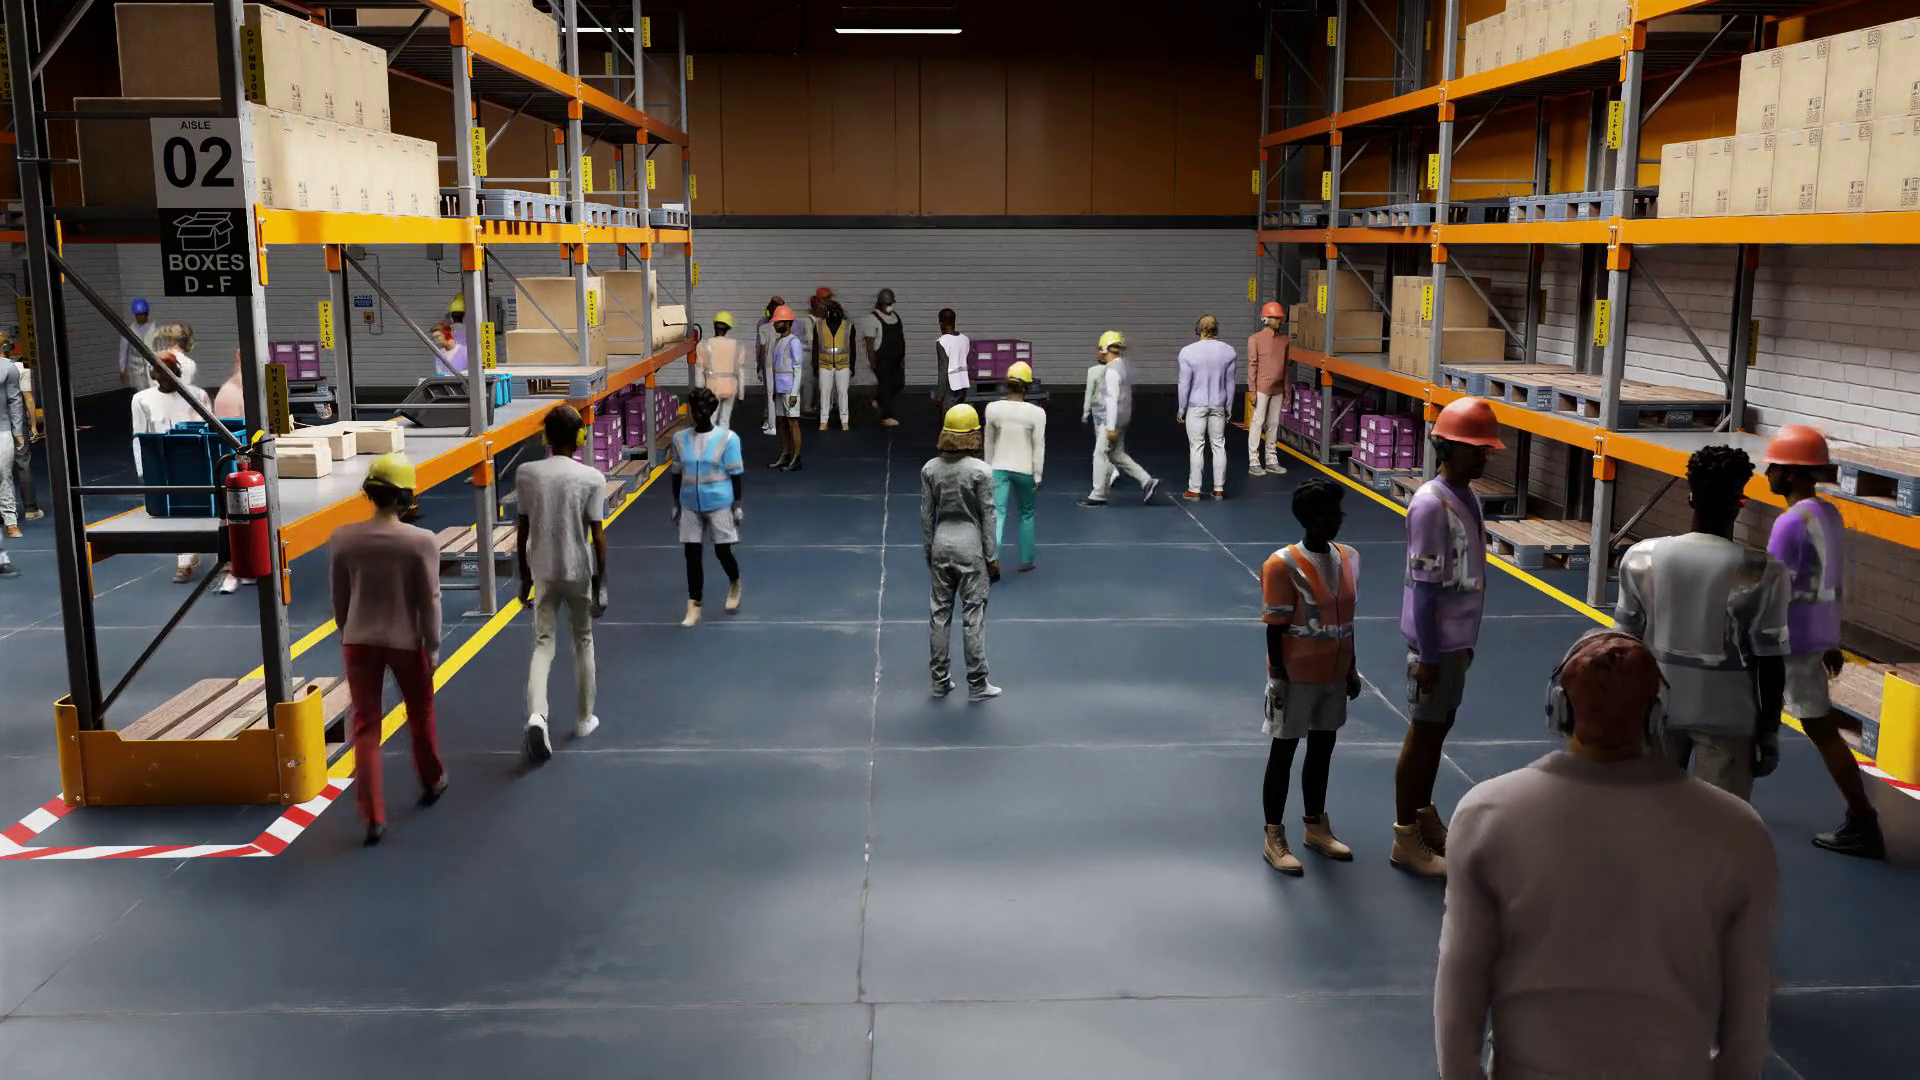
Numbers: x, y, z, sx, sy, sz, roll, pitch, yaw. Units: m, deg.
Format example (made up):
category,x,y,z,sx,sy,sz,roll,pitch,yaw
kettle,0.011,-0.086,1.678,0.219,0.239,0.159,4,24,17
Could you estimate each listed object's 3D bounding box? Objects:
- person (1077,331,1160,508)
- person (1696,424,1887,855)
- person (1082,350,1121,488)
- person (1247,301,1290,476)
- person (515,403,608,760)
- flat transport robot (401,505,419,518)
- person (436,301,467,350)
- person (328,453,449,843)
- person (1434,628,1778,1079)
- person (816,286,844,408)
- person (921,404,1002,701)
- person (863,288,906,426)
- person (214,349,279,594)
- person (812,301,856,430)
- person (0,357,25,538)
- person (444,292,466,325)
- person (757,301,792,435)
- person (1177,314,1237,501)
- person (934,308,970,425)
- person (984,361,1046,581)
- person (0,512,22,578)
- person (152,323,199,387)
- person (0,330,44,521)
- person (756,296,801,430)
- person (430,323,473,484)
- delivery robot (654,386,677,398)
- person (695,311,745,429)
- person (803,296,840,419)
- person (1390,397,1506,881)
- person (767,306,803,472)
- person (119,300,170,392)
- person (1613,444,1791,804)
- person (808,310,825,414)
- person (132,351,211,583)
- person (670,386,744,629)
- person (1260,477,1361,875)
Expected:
category,x,y,z,sx,sy,sz,roll,pitch,yaw
person,1.615,-1.211,16.802,0.761,1.796,0.608,2,10,13
person,3.715,0.425,7.443,1.041,1.880,0.558,9,13,41
person,1.644,-1.389,18.300,0.500,1.604,0.778,-4,11,-19
person,3.565,-1.745,19.188,0.611,1.997,0.375,-7,12,-33
person,-2.121,0.214,8.744,0.519,1.839,0.832,0,10,-2
flat transport robot,-5.688,-0.232,15.567,0.652,0.197,1.431,1,10,6
person,-6.824,-2.321,22.732,0.613,1.874,0.983,-3,11,-18
person,-2.618,0.460,7.672,0.541,1.724,0.870,-1,10,-5
person,1.341,1.125,3.518,0.648,1.887,0.447,4,11,20
person,-2.119,-3.104,26.844,0.457,1.970,0.611,7,12,32
person,0.008,0.072,9.771,0.483,1.745,0.302,6,12,29
person,-1.090,-2.690,24.332,0.632,2.000,0.696,8,13,39
person,-5.493,-0.541,12.847,0.402,1.880,0.803,1,10,3
person,-1.794,-2.476,23.690,0.632,1.846,0.429,-1,10,-3
person,-8.786,-0.962,14.991,0.636,1.939,0.364,-7,12,-32
person,-8.370,-3.247,28.015,0.586,1.833,0.403,-3,11,-16
person,-2.572,-2.393,23.168,0.535,1.864,0.309,-6,12,-28
person,2.547,-1.368,17.253,0.627,1.940,0.372,-2,10,-12
person,-0.088,-1.746,19.433,0.384,1.911,0.592,6,12,31
person,0.415,-0.554,13.272,0.522,1.739,0.815,3,11,15
person,-7.816,-0.550,13.079,0.769,1.801,0.596,5,11,24
person,-7.420,-1.130,16.038,0.628,1.905,0.834,6,12,30
person,-9.156,-1.091,15.986,0.509,1.838,0.337,-3,11,-16
person,-2.600,-2.520,23.760,0.652,1.906,0.409,1,10,4
person,-5.500,-1.497,18.362,0.606,1.795,0.555,7,12,35
delivery robot,-4.524,-2.025,24.507,0.707,0.478,0.477,-2,10,-10
person,-2.771,-1.704,19.295,0.613,1.884,0.536,-5,11,-25
person,-2.085,-2.744,25.115,0.742,1.859,0.589,5,11,25
person,2.084,0.408,7.073,0.390,2.039,0.612,6,12,30
person,-2.052,-1.770,19.494,0.359,1.938,0.545,-7,12,-34
person,-11.214,-2.355,22.888,0.649,1.888,1.029,-2,10,-10
person,2.691,0.625,6.072,0.607,1.966,0.367,9,13,41
person,-2.232,-2.796,26.058,0.287,1.632,0.501,-4,11,-22
person,-6.288,-0.615,13.395,0.612,1.829,1.042,-3,11,-14
person,-1.778,-0.244,11.702,0.539,1.689,0.584,3,11,15
person,1.507,0.569,7.129,0.535,1.699,0.318,-7,12,-33
